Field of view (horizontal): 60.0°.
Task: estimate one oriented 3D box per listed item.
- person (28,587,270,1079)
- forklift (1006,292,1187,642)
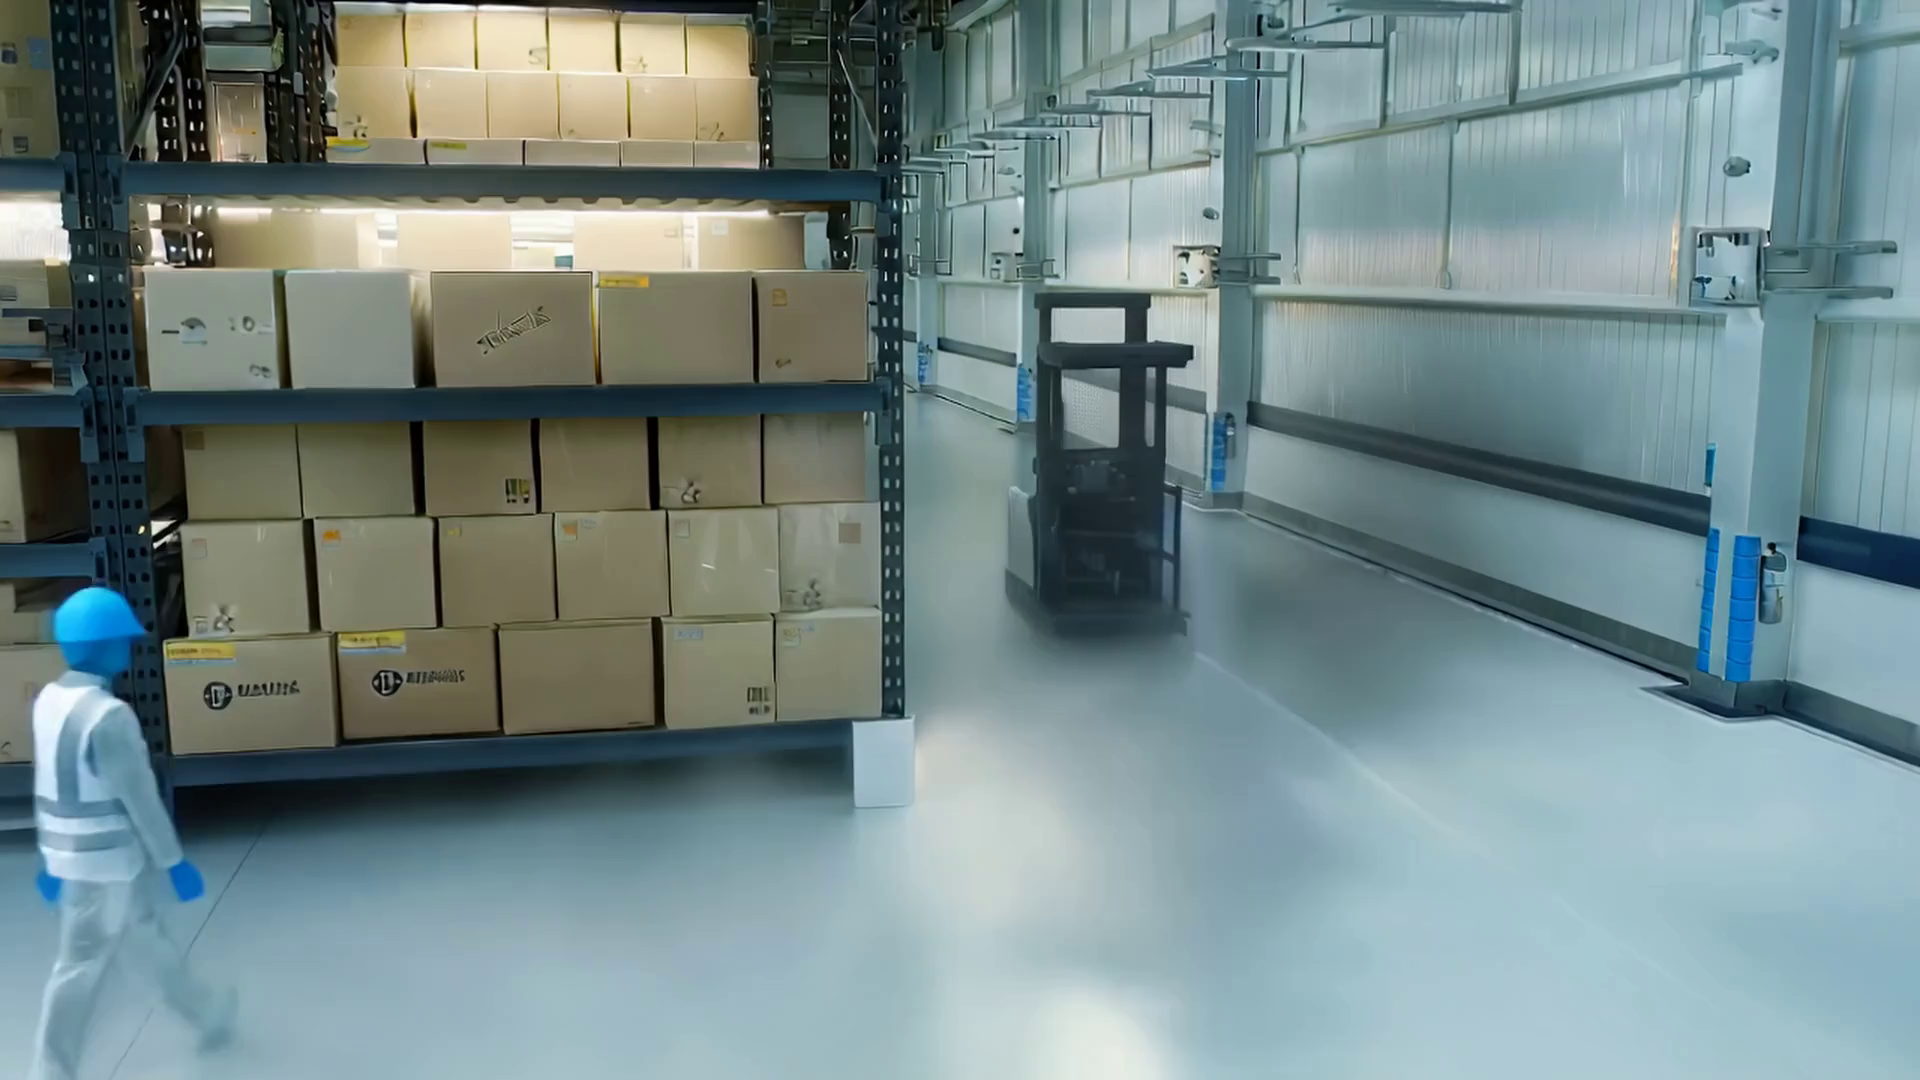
[{"bbox_3d":[-2.974,1.110,6.003,0.977,1.899,0.615,-8,13,-42],"label":"person"},{"bbox_3d":[1.100,-0.704,14.092,1.129,2.768,1.873,-2,10,-12],"label":"forklift"}]
